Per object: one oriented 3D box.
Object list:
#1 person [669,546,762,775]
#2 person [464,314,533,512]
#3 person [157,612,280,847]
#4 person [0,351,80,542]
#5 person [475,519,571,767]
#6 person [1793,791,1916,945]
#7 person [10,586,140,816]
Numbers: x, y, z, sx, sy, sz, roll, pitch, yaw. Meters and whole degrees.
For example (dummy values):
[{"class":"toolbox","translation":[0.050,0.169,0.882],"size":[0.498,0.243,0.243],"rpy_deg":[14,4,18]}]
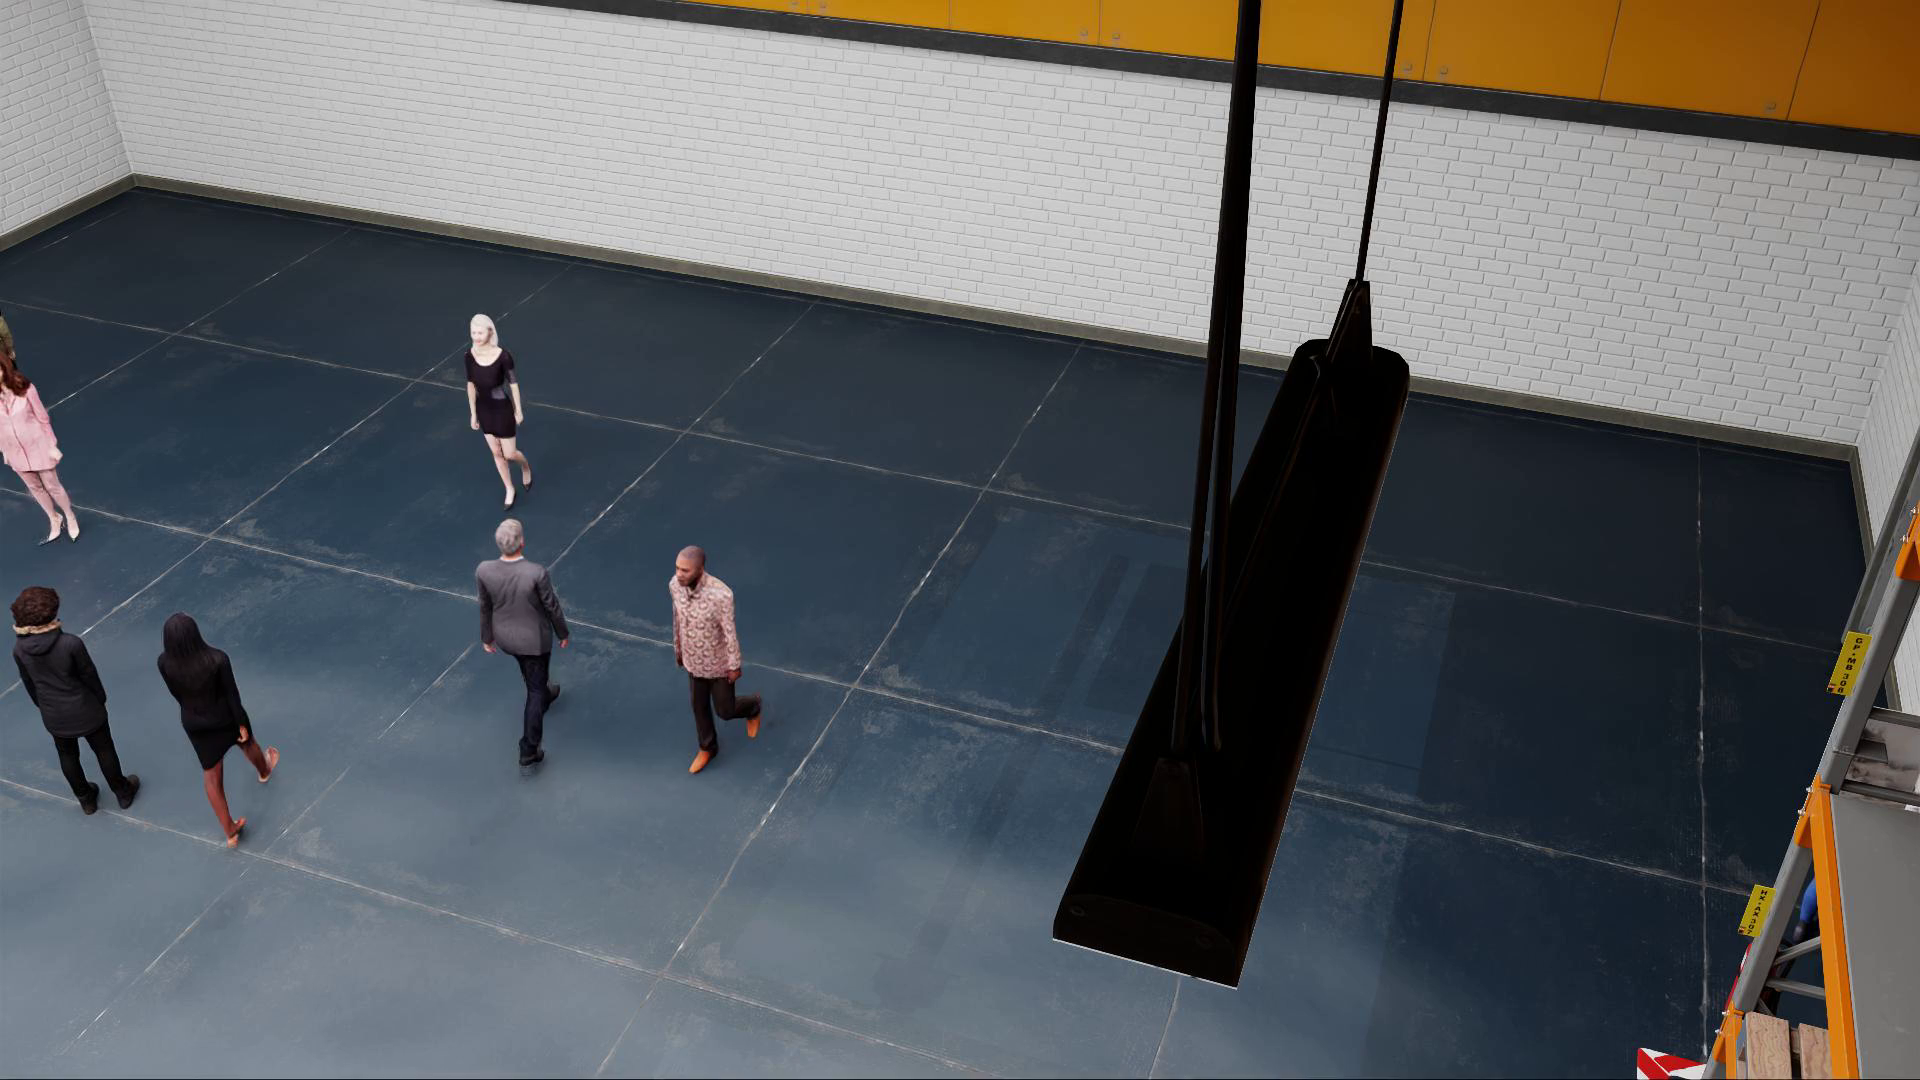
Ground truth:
[{"class":"person","translation":[-1.668,0.758,11.423],"size":[0.783,1.786,0.951],"rpy_deg":[17,37,23]},{"class":"person","translation":[-3.932,-1.125,14.222],"size":[0.640,1.823,0.724],"rpy_deg":[5,34,8]},{"class":"person","translation":[-4.861,1.248,10.776],"size":[0.918,1.686,1.174],"rpy_deg":[-2,34,-3]},{"class":"person","translation":[-7.675,-0.779,13.730],"size":[0.714,1.791,0.727],"rpy_deg":[-5,34,-7]},{"class":"person","translation":[-3.022,0.723,11.467],"size":[0.891,1.796,1.272],"rpy_deg":[6,34,8]},{"class":"person","translation":[5.338,1.830,9.902],"size":[0.719,1.684,0.683],"rpy_deg":[-19,38,-26]},{"class":"person","translation":[-5.856,1.081,10.947],"size":[0.719,1.775,0.748],"rpy_deg":[-5,34,-8]}]
